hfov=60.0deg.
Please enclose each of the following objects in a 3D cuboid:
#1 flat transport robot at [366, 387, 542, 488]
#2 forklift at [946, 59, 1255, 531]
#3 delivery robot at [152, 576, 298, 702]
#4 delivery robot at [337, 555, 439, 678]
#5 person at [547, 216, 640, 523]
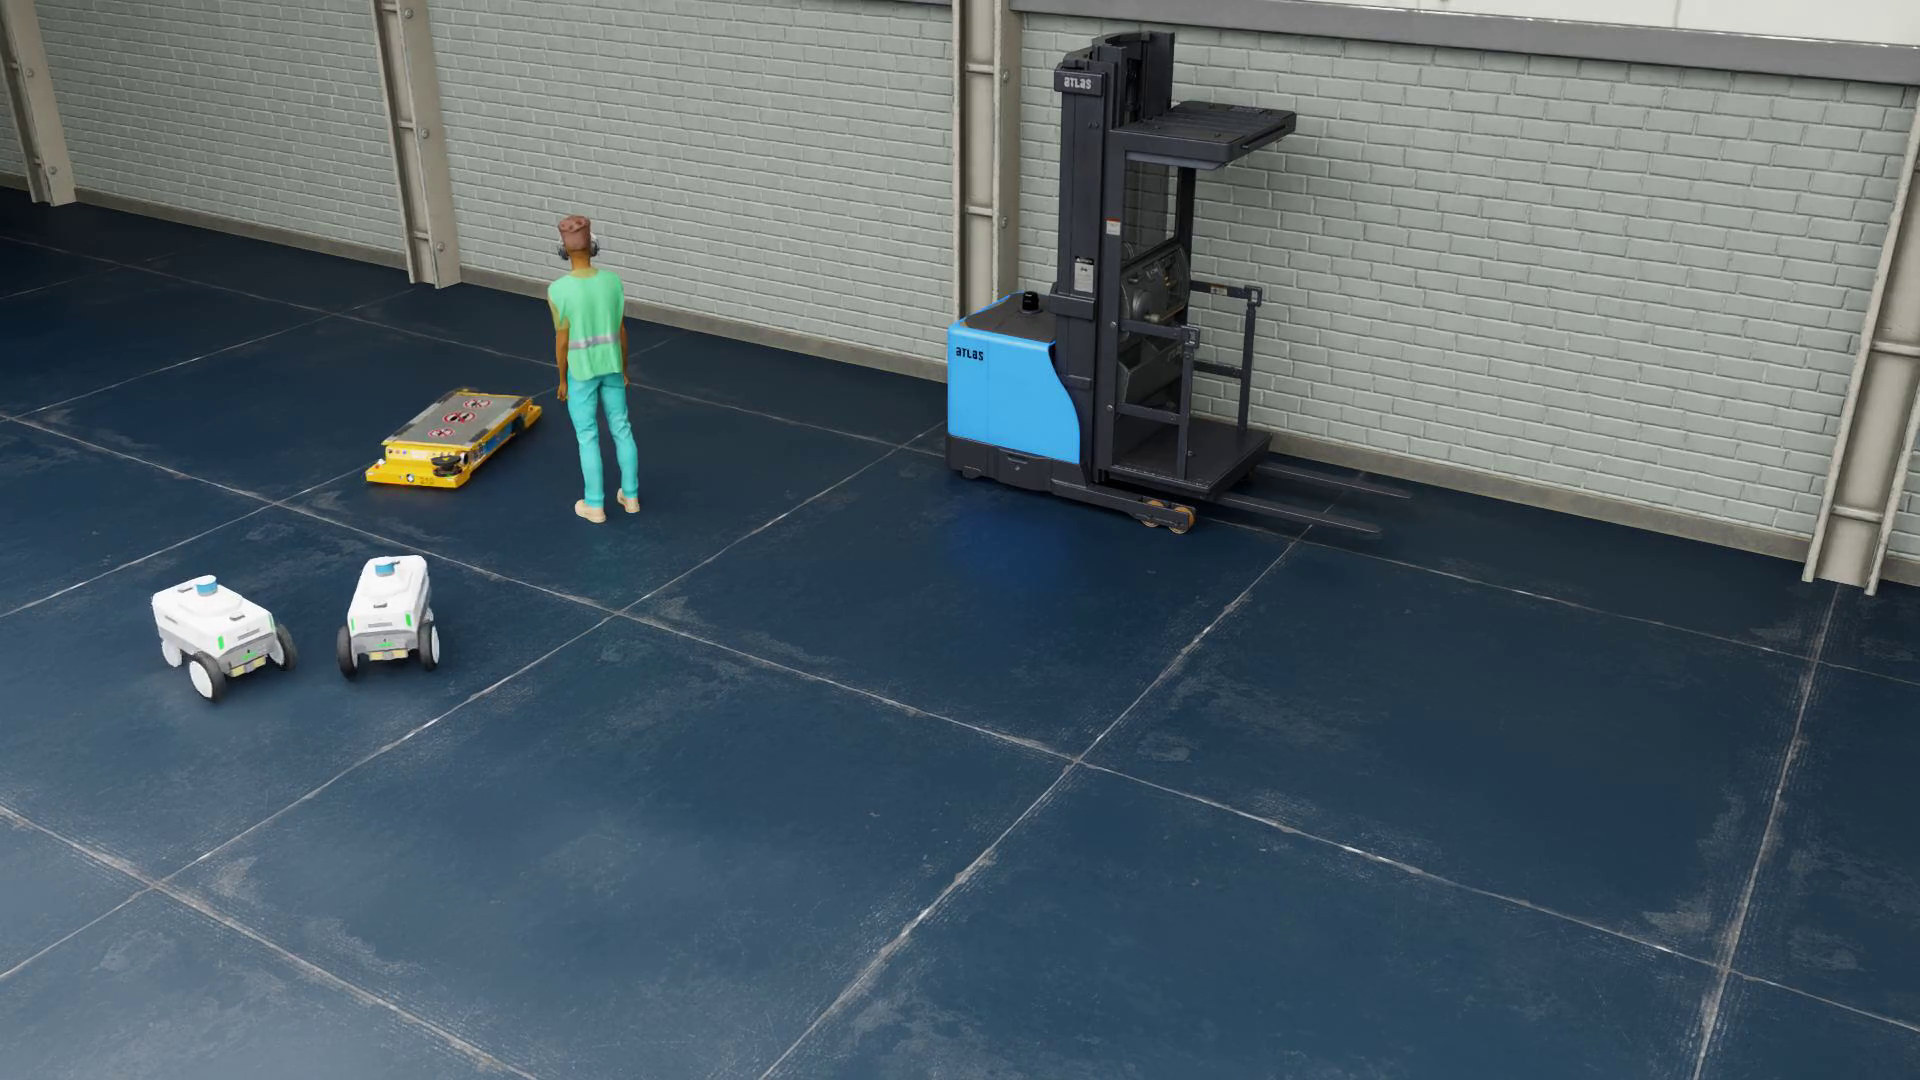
[{"bbox_3d":[-3.572,-0.740,11.823,0.659,0.231,1.431,5,26,9],"label":"flat transport robot"},{"bbox_3d":[0.933,-1.707,10.833,1.873,2.768,1.129,15,29,28],"label":"forklift"},{"bbox_3d":[-3.970,0.492,8.904,0.815,0.614,0.499,18,31,34],"label":"delivery robot"},{"bbox_3d":[-3.125,0.402,9.092,0.524,0.610,0.781,-4,26,-9],"label":"delivery robot"},{"bbox_3d":[-2.313,-1.059,10.505,0.485,1.977,0.405,-16,30,-30],"label":"person"}]
